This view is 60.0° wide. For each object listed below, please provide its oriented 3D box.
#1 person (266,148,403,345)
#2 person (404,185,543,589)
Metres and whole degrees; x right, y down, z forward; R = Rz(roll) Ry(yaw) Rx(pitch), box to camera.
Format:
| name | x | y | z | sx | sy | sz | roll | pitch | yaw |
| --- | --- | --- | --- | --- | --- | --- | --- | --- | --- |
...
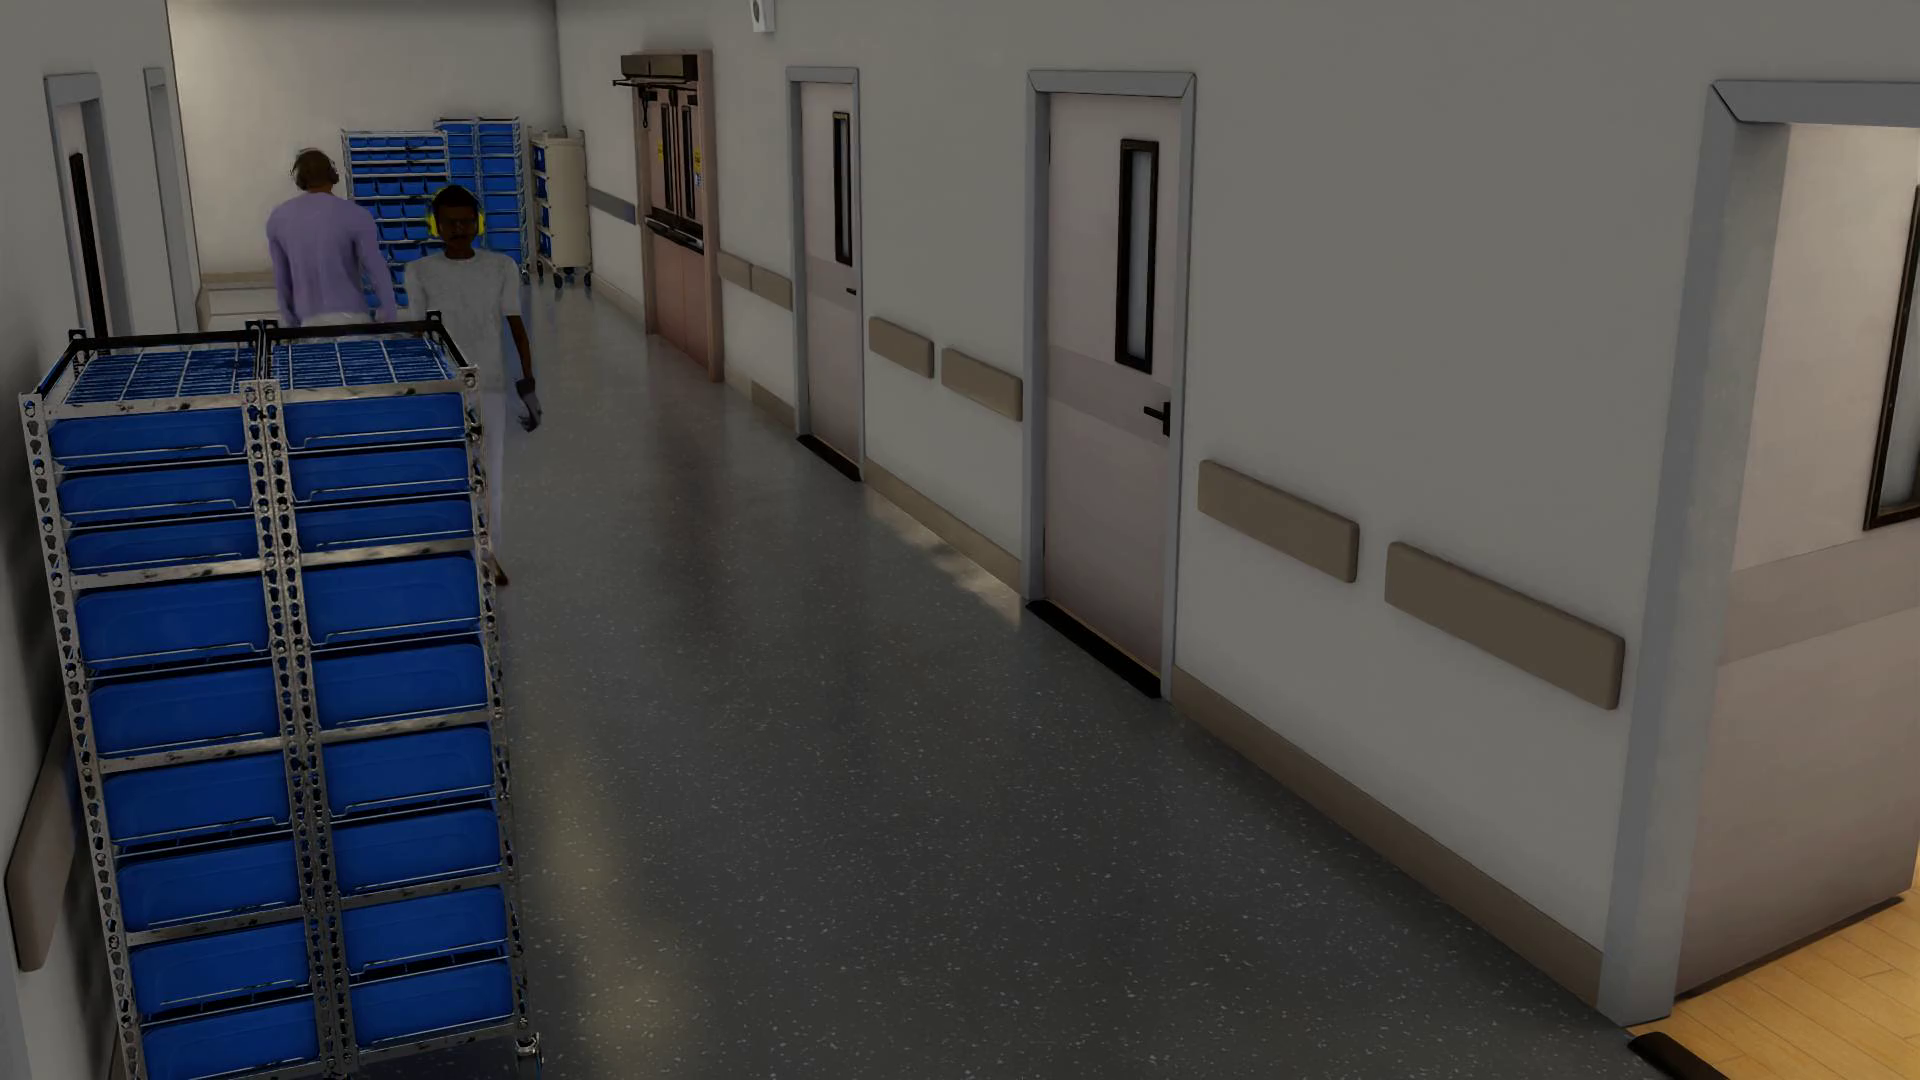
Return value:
| name | x | y | z | sx | sy | sz | roll | pitch | yaw |
| --- | --- | --- | --- | --- | --- | --- | --- | --- | --- |
| person | -3.599 | -1.245 | 9.444 | 0.723 | 1.891 | 0.766 | 1 | 16 | 3 |
| person | -2.146 | -0.639 | 7.431 | 0.516 | 1.848 | 0.670 | -8 | 18 | -27 |
